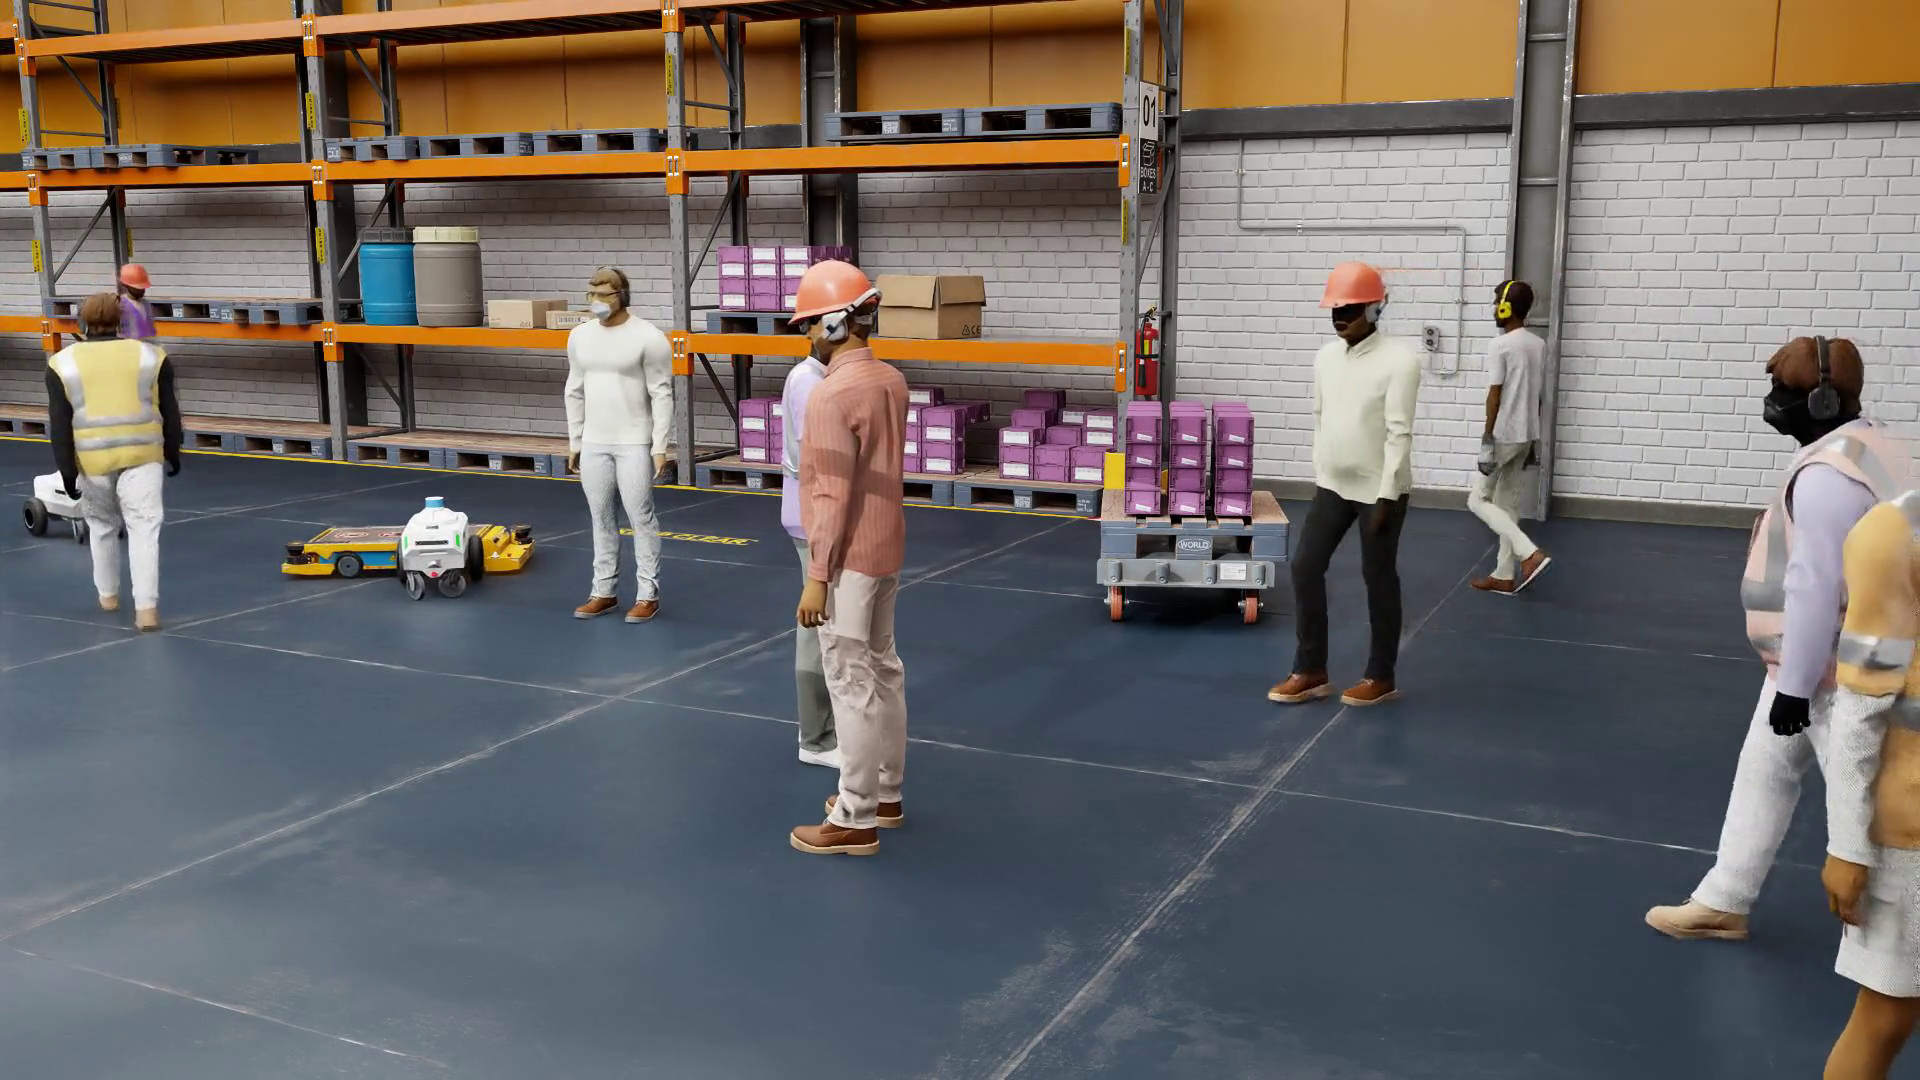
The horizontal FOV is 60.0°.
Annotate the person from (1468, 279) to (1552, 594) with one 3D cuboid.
[{"bbox_3d":[3.209,-0.574,9.640,0.543,1.851,0.480,-8,12,-37],"label":"person"}]

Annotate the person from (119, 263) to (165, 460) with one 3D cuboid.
[{"bbox_3d":[-7.820,-1.677,15.829,0.510,1.894,0.649,0,10,2],"label":"person"}]

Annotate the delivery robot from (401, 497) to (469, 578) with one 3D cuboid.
[{"bbox_3d":[-3.107,-0.013,9.867,0.477,0.478,0.707,-2,10,-13],"label":"delivery robot"}]

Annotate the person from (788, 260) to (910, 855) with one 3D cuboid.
[{"bbox_3d":[-0.374,0.064,5.601,0.388,1.987,0.608,3,10,19],"label":"person"}]

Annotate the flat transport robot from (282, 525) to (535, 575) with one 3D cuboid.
[{"bbox_3d":[-3.483,0.052,10.575,1.431,0.197,0.652,-1,10,-6],"label":"flat transport robot"}]

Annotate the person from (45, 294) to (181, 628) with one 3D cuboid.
[{"bbox_3d":[-4.577,-0.435,9.059,0.635,1.790,1.001,-5,11,-26],"label":"person"}]

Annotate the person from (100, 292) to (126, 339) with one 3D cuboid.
[{"bbox_3d":[-7.655,-1.411,15.040,0.308,1.640,0.511,-3,10,-18],"label":"person"}]

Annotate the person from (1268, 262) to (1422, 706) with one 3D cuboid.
[{"bbox_3d":[1.678,-0.215,7.256,0.752,1.962,0.647,-7,12,-35],"label":"person"}]

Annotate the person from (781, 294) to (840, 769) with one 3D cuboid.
[{"bbox_3d":[-0.518,-0.073,6.546,0.363,1.930,0.587,0,10,-3],"label":"person"}]

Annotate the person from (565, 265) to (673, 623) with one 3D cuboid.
[{"bbox_3d":[-1.858,-0.513,9.043,0.635,1.936,0.355,4,11,21],"label":"person"}]

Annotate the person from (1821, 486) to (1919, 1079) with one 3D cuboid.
[{"bbox_3d":[1.905,0.531,3.109,0.553,1.930,0.393,-1,10,-7],"label":"person"}]

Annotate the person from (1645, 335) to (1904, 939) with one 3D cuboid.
[{"bbox_3d":[2.474,0.336,4.618,0.883,1.804,0.632,5,11,25],"label":"person"}]

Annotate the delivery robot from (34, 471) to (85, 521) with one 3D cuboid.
[{"bbox_3d":[-6.218,-0.337,11.725,0.707,0.478,0.477,8,13,39],"label":"delivery robot"}]
